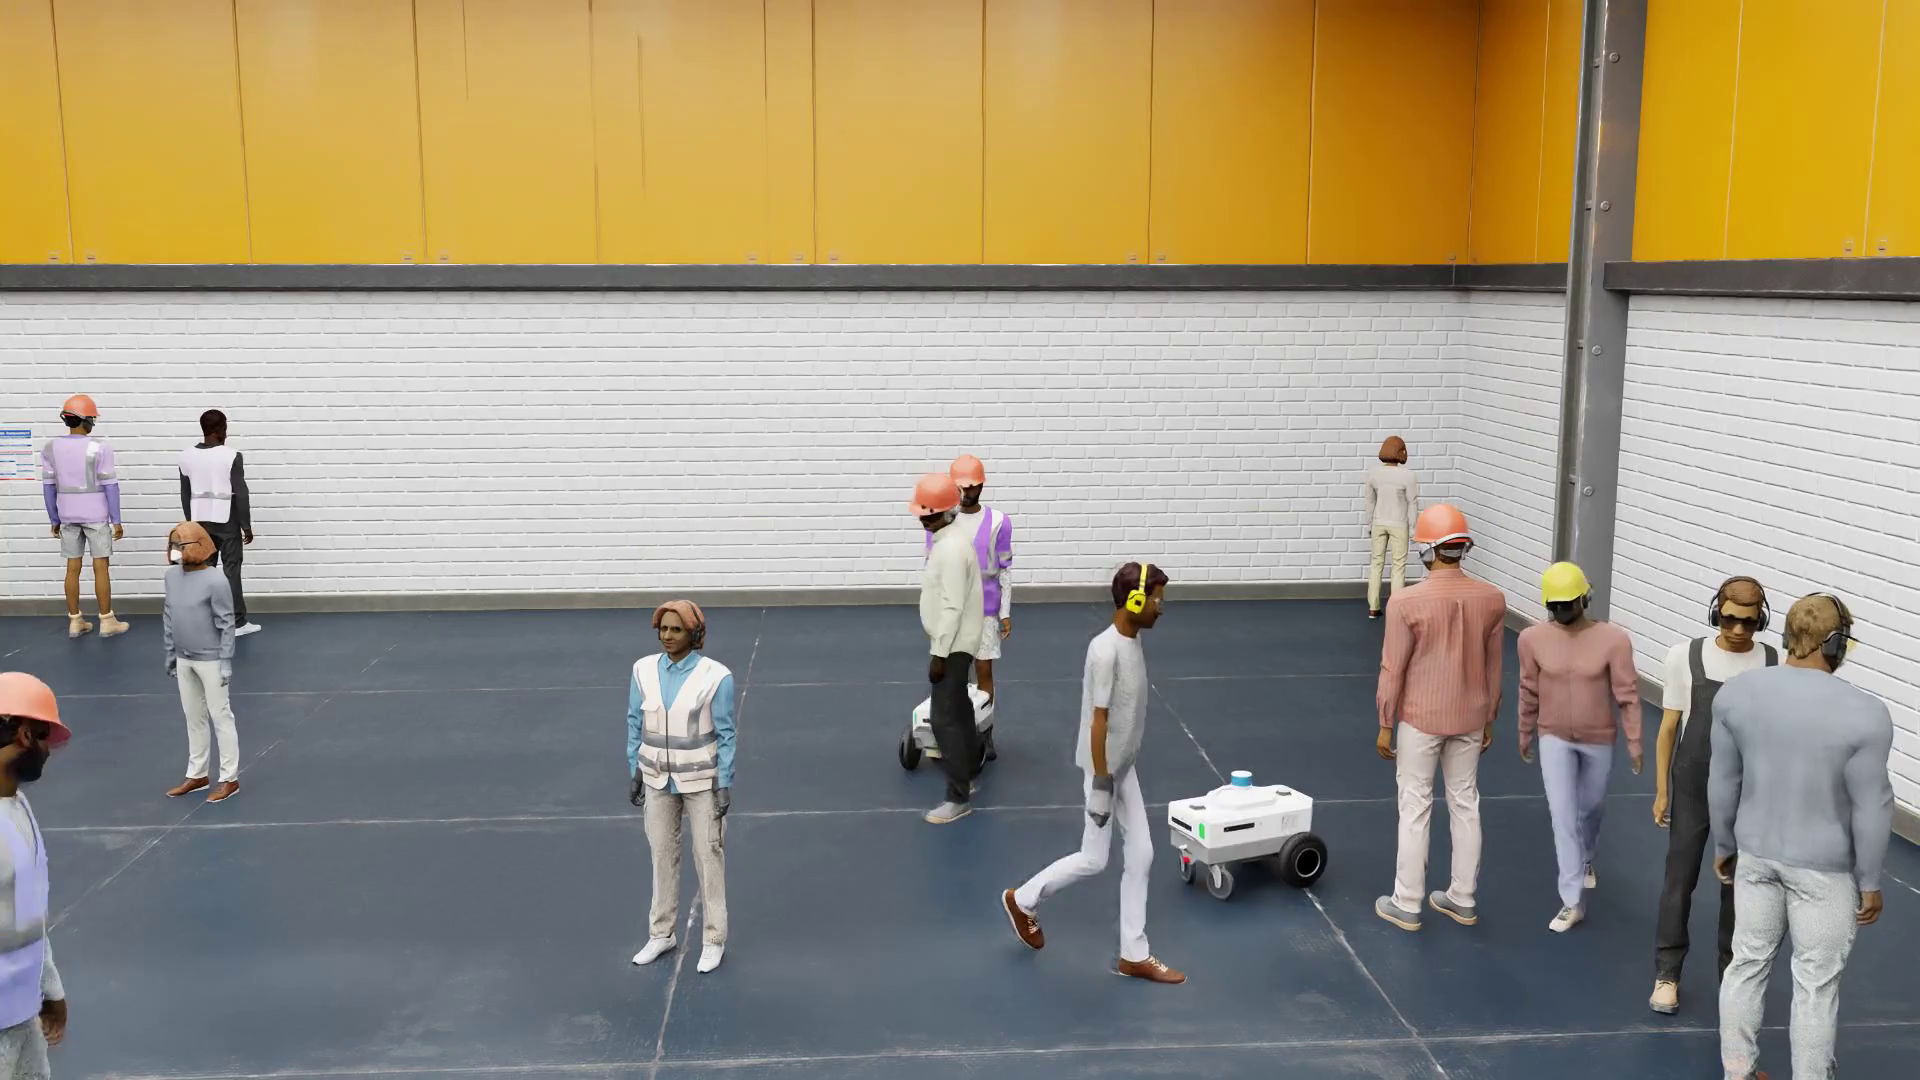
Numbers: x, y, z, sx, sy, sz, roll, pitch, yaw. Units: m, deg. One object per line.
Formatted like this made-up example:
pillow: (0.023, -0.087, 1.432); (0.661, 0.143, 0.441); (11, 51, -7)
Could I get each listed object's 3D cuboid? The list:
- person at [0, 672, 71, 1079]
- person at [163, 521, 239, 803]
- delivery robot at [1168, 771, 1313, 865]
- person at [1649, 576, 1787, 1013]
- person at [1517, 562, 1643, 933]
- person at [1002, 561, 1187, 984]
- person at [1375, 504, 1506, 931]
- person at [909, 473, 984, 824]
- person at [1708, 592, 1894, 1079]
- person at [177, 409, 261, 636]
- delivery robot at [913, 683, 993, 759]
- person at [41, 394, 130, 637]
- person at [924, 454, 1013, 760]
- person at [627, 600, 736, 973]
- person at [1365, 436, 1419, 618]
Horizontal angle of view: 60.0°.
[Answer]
person: (-2.756, 1.354, 4.739); (0.375, 1.890, 0.705); (-2, 9, -11)
person: (-4.394, 0.698, 9.608); (0.499, 1.634, 0.285); (4, 10, 25)
delivery robot: (1.399, 1.397, 8.301); (0.707, 0.478, 0.477); (-4, 10, -25)
person: (3.106, 1.044, 6.792); (0.506, 1.840, 0.343); (3, 9, 17)
person: (2.957, 0.926, 7.955); (0.588, 1.711, 0.860); (4, 10, 24)
person: (0.580, 0.990, 7.211); (0.816, 1.828, 0.543); (4, 10, 24)
person: (2.217, 0.821, 7.735); (0.615, 1.987, 0.407); (-2, 9, -14)
person: (-0.074, 0.571, 9.479); (0.421, 1.952, 0.841); (0, 9, -3)
person: (2.957, 1.141, 5.893); (0.375, 1.933, 0.627); (-6, 11, -35)
person: (-6.242, -0.134, 13.978); (0.587, 1.909, 0.390); (1, 9, 8)
delivery robot: (-0.036, 1.071, 10.347); (0.477, 0.478, 0.707); (3, 9, 17)
person: (-7.340, -0.202, 13.978); (0.615, 2.041, 0.392); (0, 9, 2)
person: (0.052, 0.426, 10.364); (0.552, 1.935, 0.374); (0, 9, 1)
person: (-1.215, 1.064, 7.279); (0.514, 1.645, 0.308); (3, 10, 18)
person: (3.792, -0.102, 14.624); (0.499, 1.635, 0.287); (8, 12, 41)
